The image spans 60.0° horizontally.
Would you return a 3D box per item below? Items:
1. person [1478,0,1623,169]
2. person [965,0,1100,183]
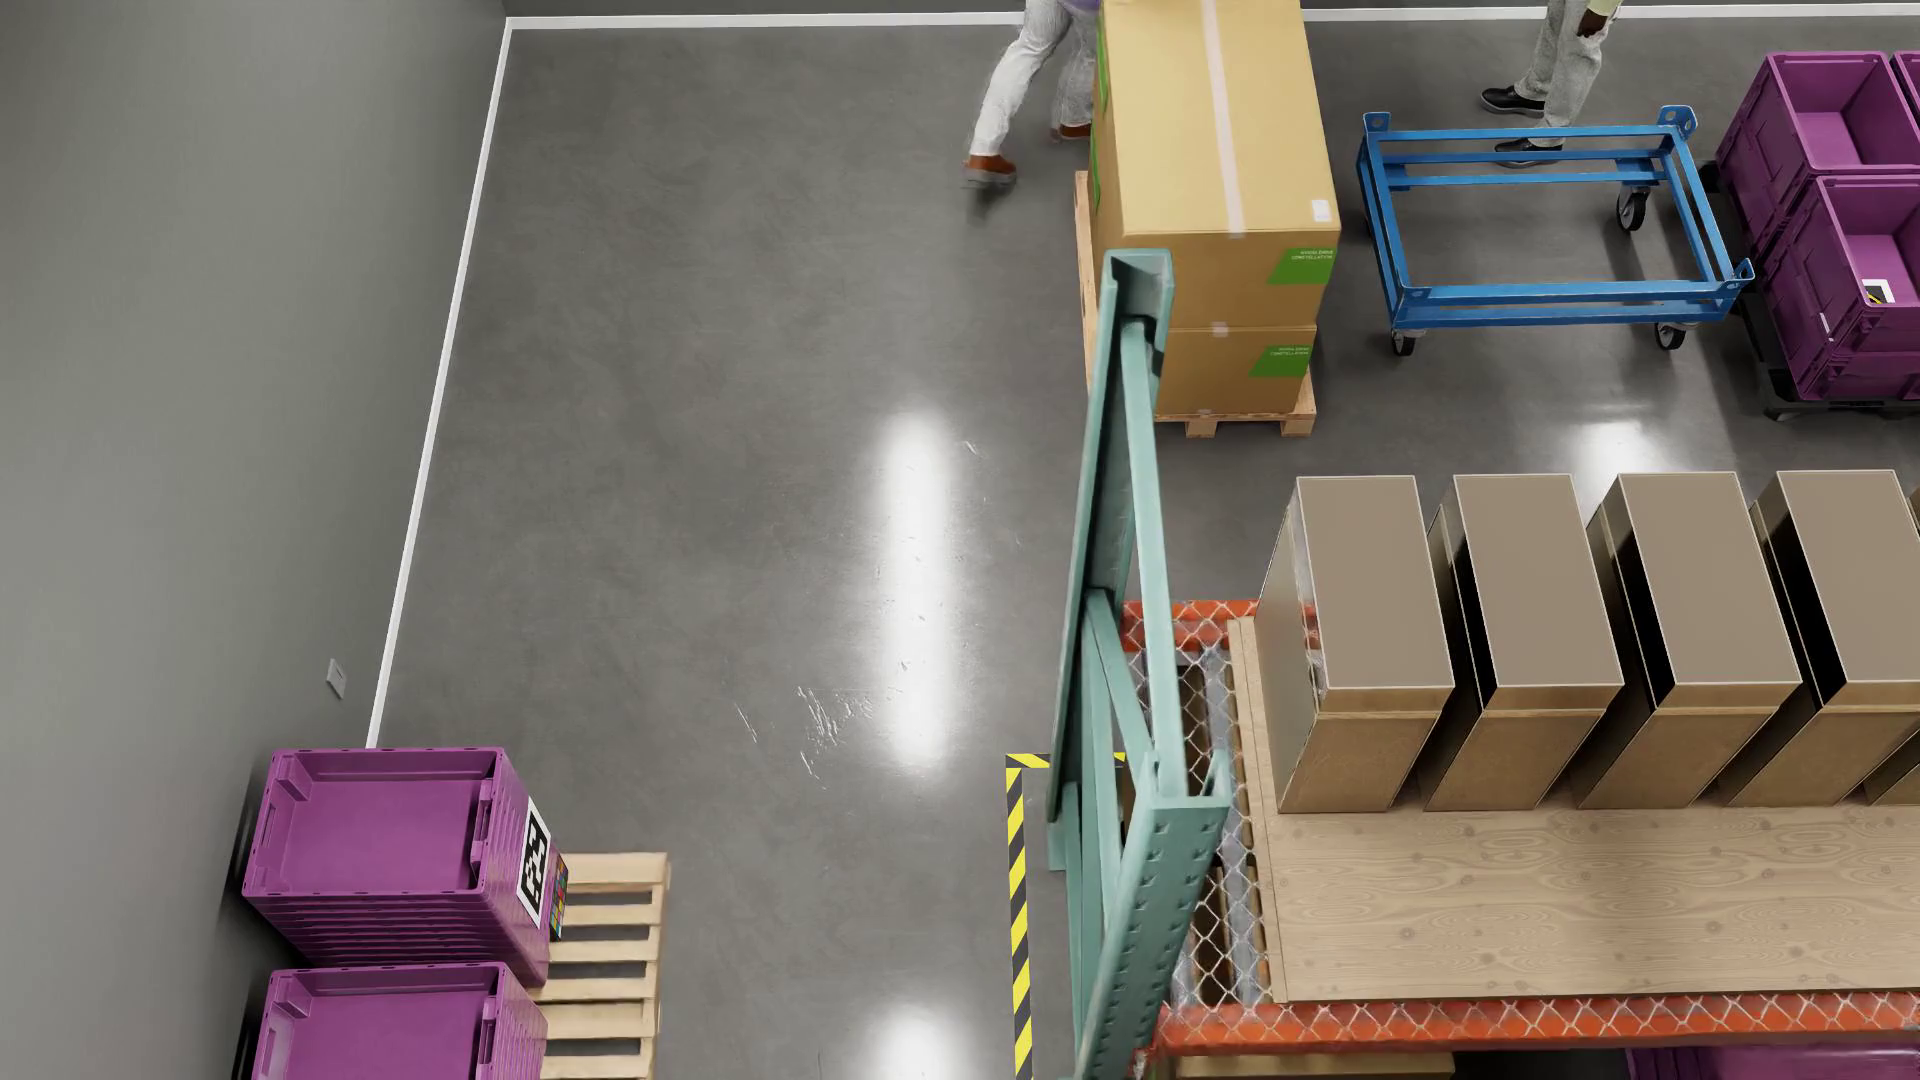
[{"bbox_3d":[2.316,-2.145,6.085,0.403,1.822,0.589,2,58,1],"label":"person"},{"bbox_3d":[0.342,-2.003,5.960,0.810,1.889,0.741,-27,62,-16],"label":"person"}]
